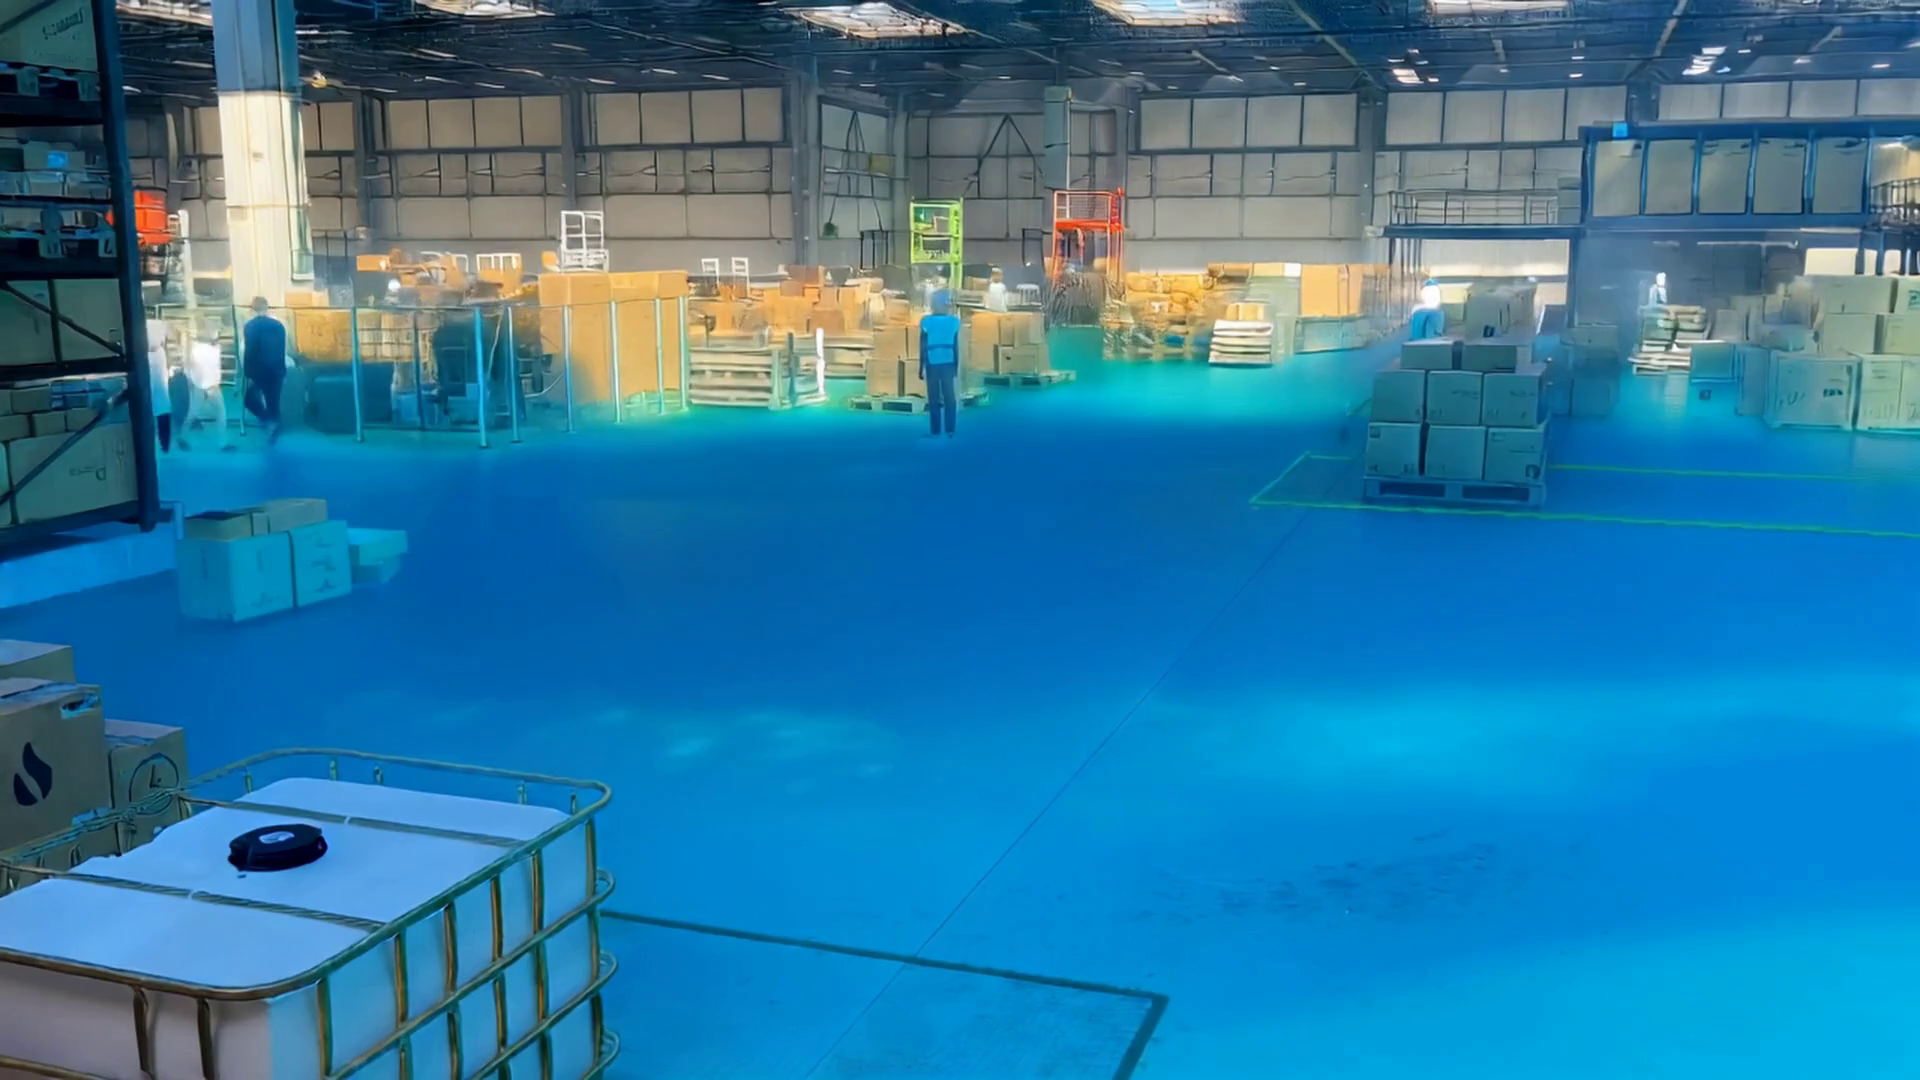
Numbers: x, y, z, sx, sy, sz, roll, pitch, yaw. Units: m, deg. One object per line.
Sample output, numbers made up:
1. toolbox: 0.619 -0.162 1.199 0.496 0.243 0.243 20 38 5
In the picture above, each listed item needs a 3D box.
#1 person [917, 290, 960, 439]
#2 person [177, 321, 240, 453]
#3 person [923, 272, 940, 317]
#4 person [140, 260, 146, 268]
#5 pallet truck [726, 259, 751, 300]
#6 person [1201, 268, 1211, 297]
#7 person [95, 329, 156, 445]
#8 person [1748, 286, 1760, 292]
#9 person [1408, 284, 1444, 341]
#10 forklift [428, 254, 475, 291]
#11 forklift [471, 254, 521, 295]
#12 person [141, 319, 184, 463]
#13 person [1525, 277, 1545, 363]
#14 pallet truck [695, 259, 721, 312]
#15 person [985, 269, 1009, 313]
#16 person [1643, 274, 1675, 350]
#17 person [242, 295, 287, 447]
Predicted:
1. person: -0.270 -2.265 21.535 0.587 1.920 0.390 -6 12 -29
2. person: -9.153 -1.854 20.124 0.849 1.591 0.519 4 11 22
3. person: -0.692 -5.320 38.881 0.991 1.891 0.583 8 13 37
4. person: -32.362 -10.229 66.227 0.643 1.976 0.619 -9 13 -40
5. pallet truck: -7.986 -9.493 62.019 0.823 1.965 1.885 3 11 17
6. person: 8.185 -8.220 55.567 0.493 1.743 0.311 -9 14 -42
7. person: -10.604 -2.177 20.874 1.089 1.996 0.623 6 12 31
8. person: 27.424 -8.525 57.592 0.494 1.624 0.280 4 11 22
9. person: 6.449 -2.540 22.948 0.363 1.963 0.612 -5 11 -28
10. forklift: -20.133 -10.254 65.465 1.157 1.987 2.680 3 11 19
11. forklift: -17.990 -10.121 64.684 1.157 1.987 2.680 3 11 17
12. person: -9.318 -1.687 18.981 0.647 1.671 0.543 0 10 -1
13. person: 10.552 -3.915 30.825 0.555 1.923 0.723 9 13 41
14. pallet truck: -9.165 -9.627 62.776 0.823 1.965 1.885 4 11 23
15. person: 0.911 -5.305 38.634 1.027 1.945 0.595 -7 12 -36
16. person: 16.275 -5.249 38.578 0.579 1.831 0.978 -9 13 -41
17. person: -8.546 -2.056 20.455 0.472 1.894 0.649 5 11 26
